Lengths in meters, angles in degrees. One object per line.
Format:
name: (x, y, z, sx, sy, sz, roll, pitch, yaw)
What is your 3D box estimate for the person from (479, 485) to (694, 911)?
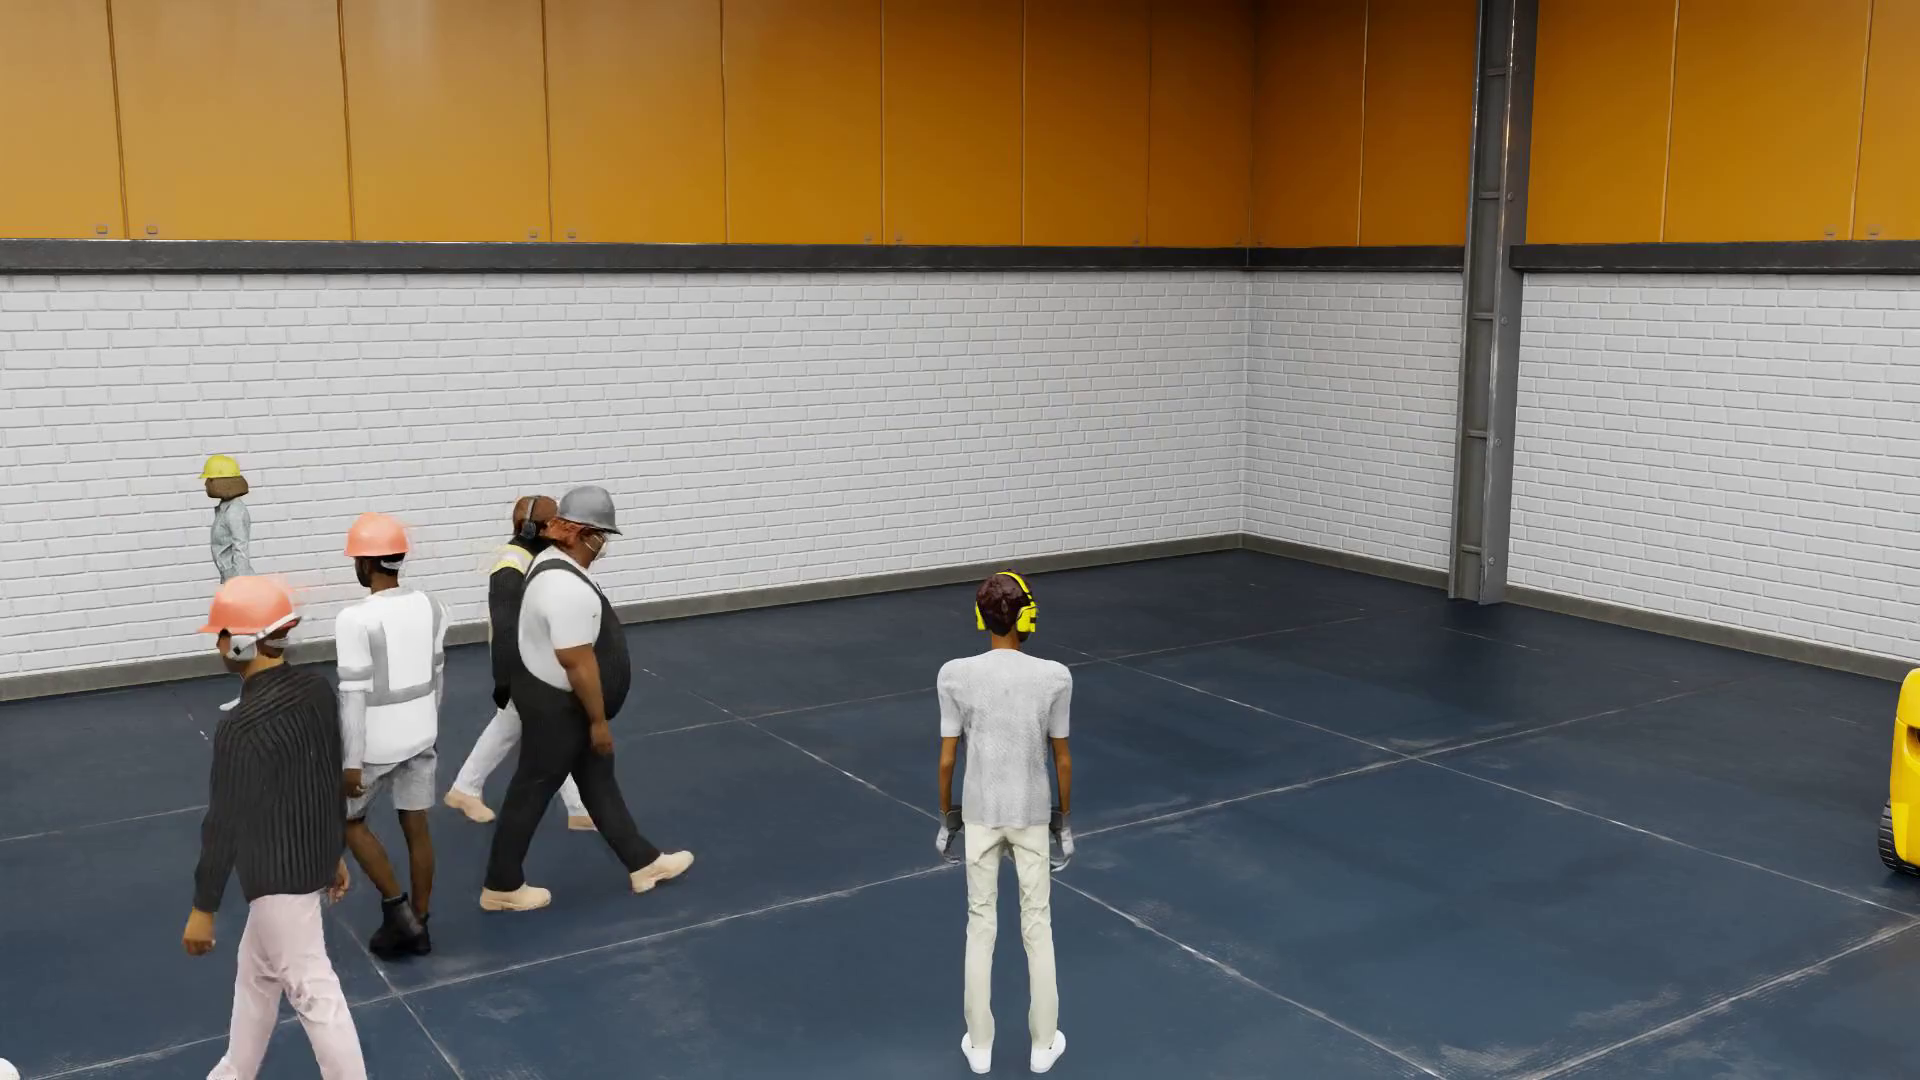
person: (-1.760, 0.695, 7.623, 1.013, 2.000, 0.700, -2, 10, -14)

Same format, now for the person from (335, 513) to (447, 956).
person: (-2.436, 0.841, 7.086, 0.405, 1.922, 0.578, 6, 11, 30)

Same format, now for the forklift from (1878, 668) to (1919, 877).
forklift: (5.511, 0.571, 7.906, 2.313, 2.155, 1.214, -6, 11, -33)

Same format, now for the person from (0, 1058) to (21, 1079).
person: (-2.052, 1.616, 3.344, 0.614, 1.607, 0.533, 8, 13, 41)

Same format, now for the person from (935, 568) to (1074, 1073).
person: (0.163, 1.035, 6.104, 0.515, 1.866, 0.333, 1, 9, 4)

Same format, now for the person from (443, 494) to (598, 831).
person: (-2.310, 0.643, 8.721, 0.968, 1.798, 0.616, 0, 9, -1)

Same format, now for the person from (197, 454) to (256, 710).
person: (-4.747, 0.308, 10.849, 0.320, 1.742, 0.492, -5, 11, -28)

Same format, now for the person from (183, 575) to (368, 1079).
person: (-2.361, 1.090, 5.462, 0.919, 1.958, 0.640, 0, 9, 2)
